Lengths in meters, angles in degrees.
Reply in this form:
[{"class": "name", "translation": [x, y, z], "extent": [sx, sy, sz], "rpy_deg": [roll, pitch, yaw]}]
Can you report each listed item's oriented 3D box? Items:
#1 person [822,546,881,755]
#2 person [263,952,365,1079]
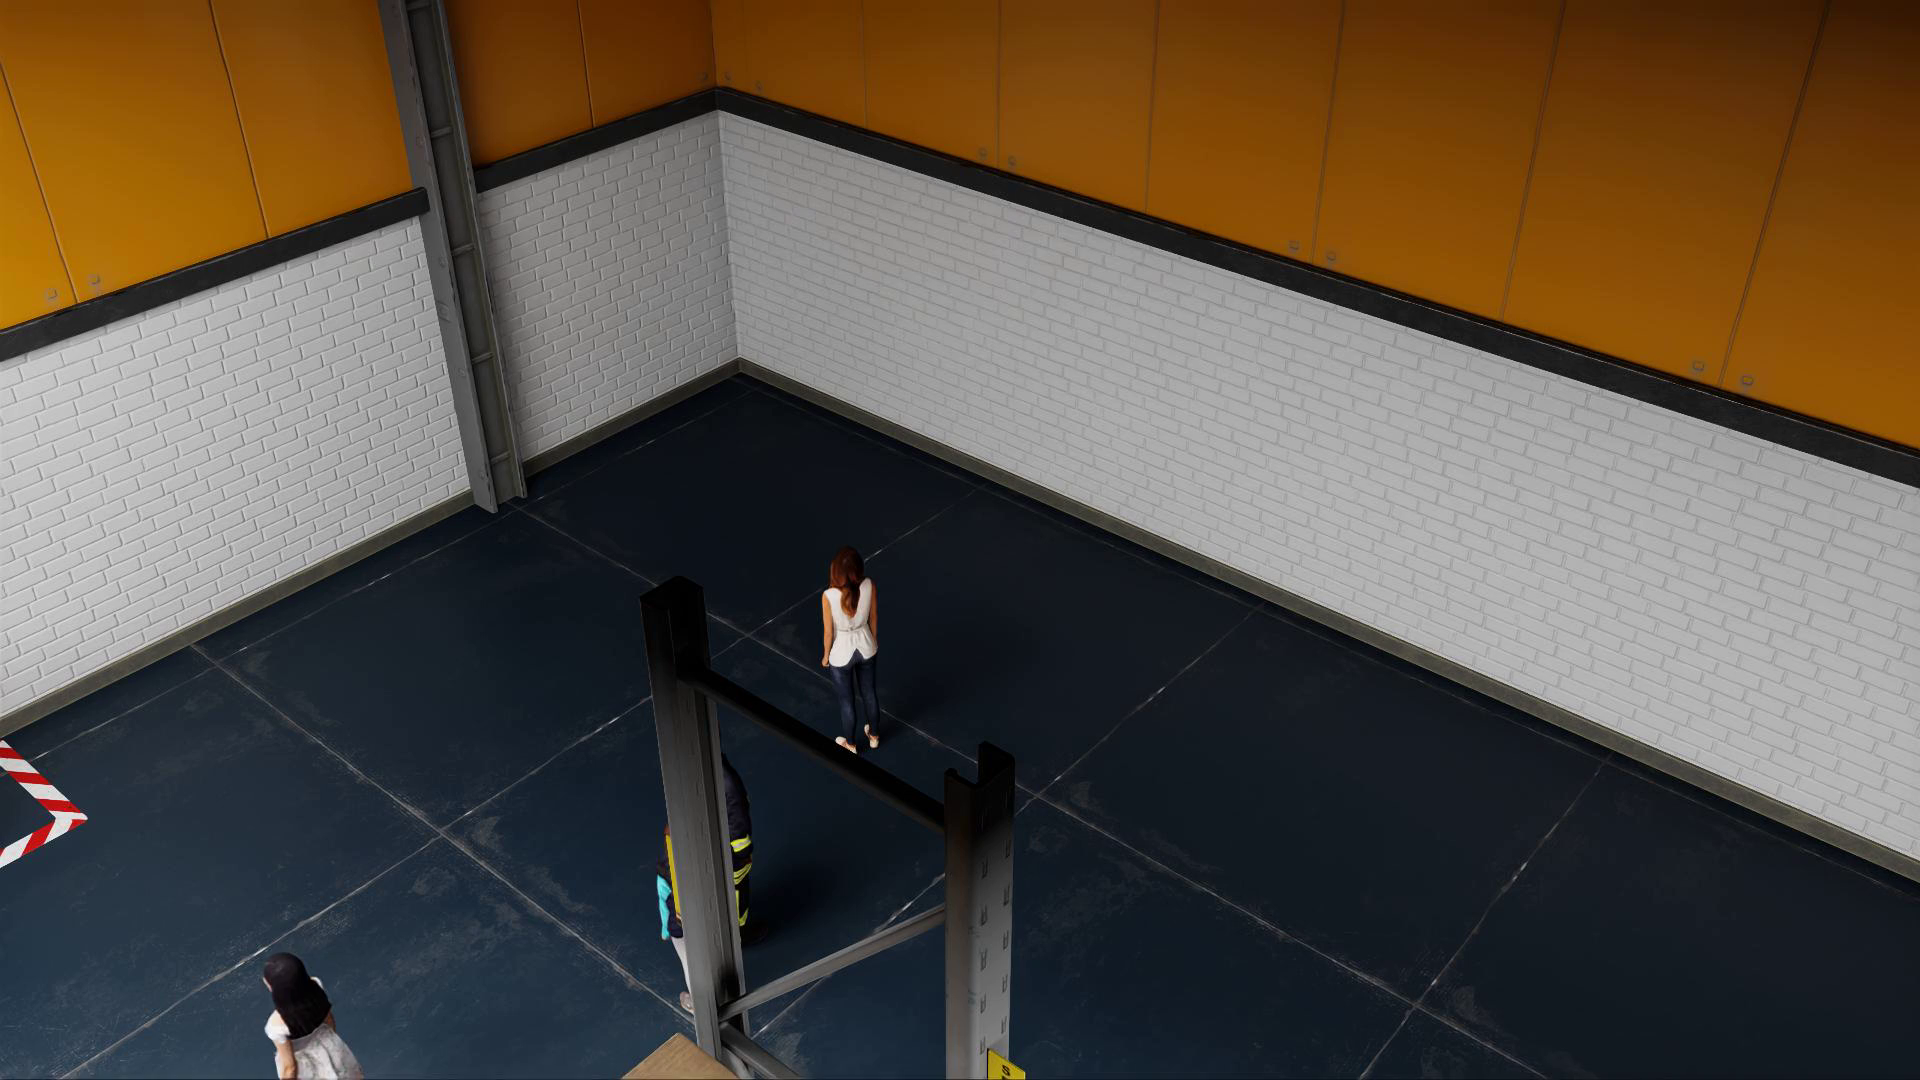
[{"class": "person", "translation": [-0.766, 0.814, 11.959], "extent": [0.594, 1.781, 0.720], "rpy_deg": [-15, 37, -22]}, {"class": "person", "translation": [-3.442, 2.850, 8.903], "extent": [0.798, 1.774, 0.691], "rpy_deg": [12, 35, 17]}]
